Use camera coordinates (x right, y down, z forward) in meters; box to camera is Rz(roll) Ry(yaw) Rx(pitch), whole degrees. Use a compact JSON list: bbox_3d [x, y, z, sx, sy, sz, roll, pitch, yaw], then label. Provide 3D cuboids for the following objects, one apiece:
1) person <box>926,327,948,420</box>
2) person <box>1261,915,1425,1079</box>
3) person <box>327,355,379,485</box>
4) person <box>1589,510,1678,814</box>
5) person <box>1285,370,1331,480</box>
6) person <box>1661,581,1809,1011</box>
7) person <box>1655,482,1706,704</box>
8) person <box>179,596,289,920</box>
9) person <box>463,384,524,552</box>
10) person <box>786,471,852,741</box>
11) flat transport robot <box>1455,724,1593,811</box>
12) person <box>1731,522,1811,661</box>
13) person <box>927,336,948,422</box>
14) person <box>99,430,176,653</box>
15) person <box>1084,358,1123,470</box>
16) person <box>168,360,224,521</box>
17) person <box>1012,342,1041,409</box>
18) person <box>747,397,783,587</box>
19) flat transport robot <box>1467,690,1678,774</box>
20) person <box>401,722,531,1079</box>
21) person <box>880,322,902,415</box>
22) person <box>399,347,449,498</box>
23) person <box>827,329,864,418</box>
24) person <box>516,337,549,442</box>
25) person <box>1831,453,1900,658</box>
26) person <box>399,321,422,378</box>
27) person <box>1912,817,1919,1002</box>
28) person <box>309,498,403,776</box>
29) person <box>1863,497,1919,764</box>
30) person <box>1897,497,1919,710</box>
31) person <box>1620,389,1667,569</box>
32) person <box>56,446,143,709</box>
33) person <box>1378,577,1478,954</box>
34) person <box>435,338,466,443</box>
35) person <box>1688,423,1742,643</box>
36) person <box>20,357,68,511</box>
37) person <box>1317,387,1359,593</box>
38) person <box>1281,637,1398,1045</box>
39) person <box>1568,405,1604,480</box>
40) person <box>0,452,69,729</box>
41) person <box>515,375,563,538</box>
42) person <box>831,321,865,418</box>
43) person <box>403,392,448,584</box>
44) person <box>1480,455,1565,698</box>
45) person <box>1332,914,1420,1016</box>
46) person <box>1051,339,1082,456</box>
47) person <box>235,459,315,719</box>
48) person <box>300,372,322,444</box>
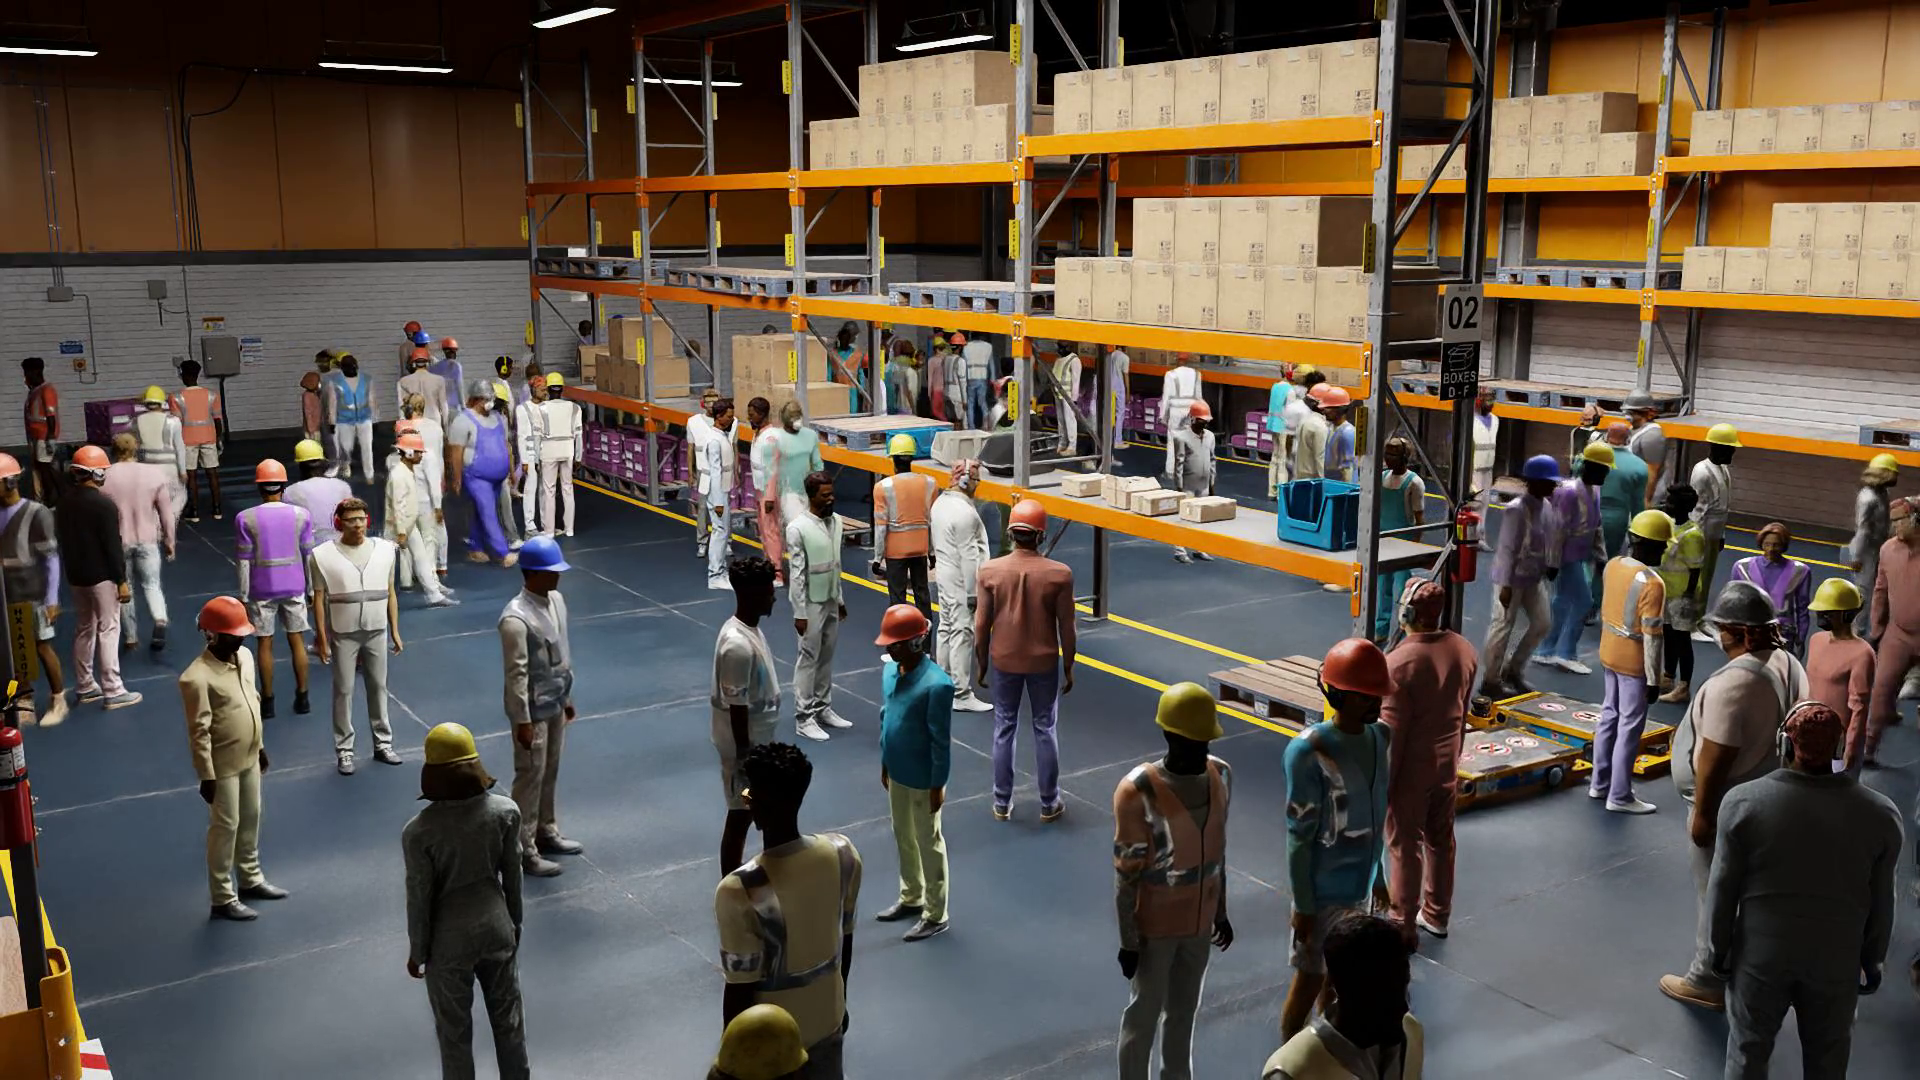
[{"bbox_3d":[-0.374,-3.082,30.179,0.431,1.834,0.633,11,15,44],"label":"person"},{"bbox_3d":[1.017,1.900,4.442,0.587,1.920,0.392,-10,15,-42],"label":"person"},{"bbox_3d":[-8.375,-1.665,22.972,0.676,1.812,0.598,-6,13,-28],"label":"person"},{"bbox_3d":[4.188,0.753,10.332,0.394,1.913,0.590,-2,11,-8],"label":"person"},{"bbox_3d":[4.012,-1.014,19.302,0.618,1.948,0.717,-5,12,-24],"label":"person"},{"bbox_3d":[3.621,1.175,7.839,0.681,2.000,0.535,-8,14,-35],"label":"person"},{"bbox_3d":[5.463,0.400,12.690,0.317,1.695,0.540,0,11,-1],"label":"person"},{"bbox_3d":[-3.835,1.143,8.786,0.352,1.738,0.573,1,11,7],"label":"person"},{"bbox_3d":[-5.191,-0.796,18.406,1.029,1.851,0.638,6,13,29],"label":"person"},{"bbox_3d":[-1.018,0.451,11.858,0.380,1.918,0.596,6,12,26],"label":"person"},{"bbox_3d":[3.420,1.470,10.869,1.431,0.197,0.652,-7,13,-30],"label":"flat transport robot"},{"bbox_3d":[5.527,0.682,11.416,0.523,1.631,0.320,6,12,28],"label":"person"},{"bbox_3d":[-0.290,-2.450,27.148,0.531,1.754,0.551,-9,14,-37],"label":"person"},{"bbox_3d":[-6.936,0.044,13.962,0.659,1.914,0.670,-6,13,-29],"label":"person"},{"bbox_3d":[2.140,-1.850,24.259,0.694,1.665,0.564,0,11,2],"label":"person"},{"bbox_3d":[-9.285,-1.210,20.233,0.614,1.965,0.361,-10,15,-41],"label":"person"},{"bbox_3d":[1.104,-2.762,28.601,0.580,1.814,0.412,-9,14,-39],"label":"person"},{"bbox_3d":[-1.938,-0.482,16.679,0.408,1.907,0.598,-4,12,-19],"label":"person"},{"bbox_3d":[4.341,1.313,11.676,0.652,0.197,1.431,-8,14,-35],"label":"flat transport robot"},{"bbox_3d":[-1.966,1.568,6.610,0.484,1.736,0.307,-9,14,-39],"label":"person"},{"bbox_3d":[-1.302,-3.114,30.348,0.403,1.825,0.593,-9,14,-38],"label":"person"},{"bbox_3d":[-7.031,-1.534,21.853,0.621,1.986,0.409,-3,11,-16],"label":"person"},{"bbox_3d":[-1.818,-2.386,26.378,0.598,1.917,0.375,0,11,2],"label":"person"},{"bbox_3d":[-6.618,-2.281,25.967,0.418,1.864,0.583,-7,13,-31],"label":"person"},{"bbox_3d":[7.663,0.112,14.123,0.484,1.717,0.548,10,15,40],"label":"person"},{"bbox_3d":[-8.934,-2.583,27.220,0.412,1.985,0.615,1,11,4],"label":"person"},{"bbox_3d":[4.443,1.470,7.280,0.561,1.675,0.570,2,11,11],"label":"person"},{"bbox_3d":[-4.032,0.625,11.143,0.566,1.850,0.389,-9,14,-39],"label":"person"},{"bbox_3d":[6.363,0.644,11.050,0.800,1.850,0.696,-6,12,-27],"label":"person"},{"bbox_3d":[7.337,0.328,12.562,0.401,1.894,0.656,-3,12,-16],"label":"person"},{"bbox_3d":[6.630,-0.487,16.342,0.540,2.000,0.683,2,11,10],"label":"person"},{"bbox_3d":[-6.519,0.278,12.587,0.621,1.987,0.413,6,12,28],"label":"person"},{"bbox_3d":[2.295,1.130,8.413,0.637,1.911,0.403,-8,14,-35],"label":"person"},{"bbox_3d":[-7.617,-2.047,24.703,0.556,1.895,0.749,10,15,41],"label":"person"},{"bbox_3d":[6.541,-0.065,14.499,0.396,1.920,0.587,10,15,41],"label":"person"},{"bbox_3d":[-11.483,-1.321,20.837,0.617,1.956,0.549,11,15,44],"label":"person"},{"bbox_3d":[3.711,-0.494,16.419,0.427,2.033,0.608,0,11,-1],"label":"person"},{"bbox_3d":[1.554,1.387,6.744,0.605,2.045,0.386,-9,14,-40],"label":"person"},{"bbox_3d":[6.891,-0.669,18.336,0.314,1.629,0.509,-4,12,-21],"label":"person"},{"bbox_3d":[-6.758,0.373,11.964,0.634,2.043,0.414,3,11,14],"label":"person"},{"bbox_3d":[-4.850,-0.953,19.153,0.359,1.880,0.575,6,13,29],"label":"person"},{"bbox_3d":[-1.769,-2.570,27.004,0.711,2.000,0.655,10,15,42],"label":"person"},{"bbox_3d":[-5.433,-0.524,16.796,0.369,1.938,0.630,3,12,16],"label":"person"},{"bbox_3d":[4.302,0.290,12.718,0.614,1.913,0.562,-9,14,-39],"label":"person"},{"bbox_3d":[1.206,1.910,5.226,0.875,1.596,0.519,10,15,41],"label":"person"},{"bbox_3d":[1.633,-2.225,25.786,0.429,1.837,0.631,-5,12,-24],"label":"person"},{"bbox_3d":[-5.055,0.359,12.323,0.549,1.925,0.384,-7,13,-33],"label":"person"},{"bbox_3d":[-8.673,-1.445,22.318,0.277,1.627,0.502,-2,11,-10],"label":"person"}]
